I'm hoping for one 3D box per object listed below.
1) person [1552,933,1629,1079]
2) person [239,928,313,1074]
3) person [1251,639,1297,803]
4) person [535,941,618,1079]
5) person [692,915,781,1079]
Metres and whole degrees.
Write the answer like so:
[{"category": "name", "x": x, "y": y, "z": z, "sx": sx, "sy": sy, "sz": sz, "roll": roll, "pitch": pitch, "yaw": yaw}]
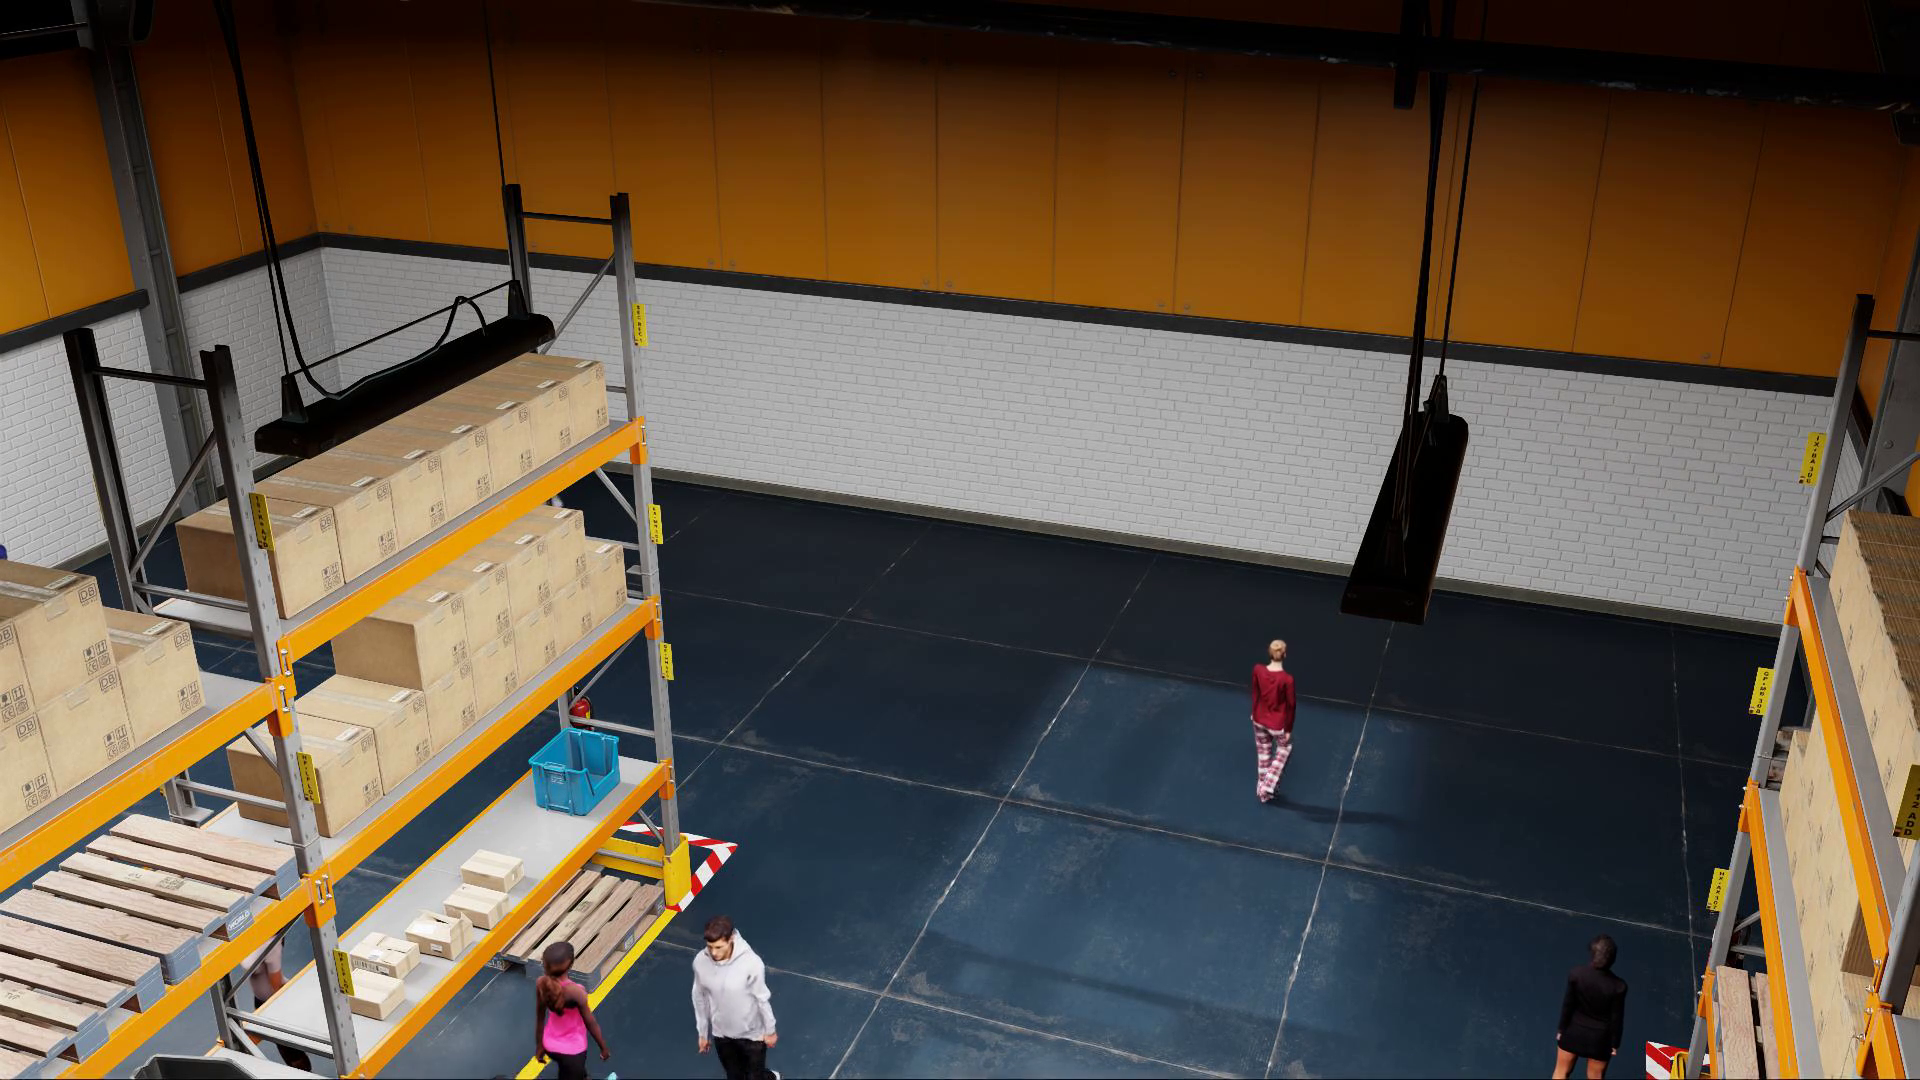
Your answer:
[{"category": "person", "x": 4.303, "y": 3.410, "z": 11.401, "sx": 0.581, "sy": 1.637, "sz": 0.615, "roll": 11, "pitch": 26, "yaw": 23}, {"category": "person", "x": -4.789, "y": 3.239, "z": 11.659, "sx": 0.669, "sy": 1.744, "sz": 0.665, "roll": 22, "pitch": 32, "yaw": 40}, {"category": "person", "x": 2.838, "y": 1.687, "z": 15.277, "sx": 0.699, "sy": 1.690, "sz": 0.726, "roll": 15, "pitch": 28, "yaw": 30}, {"category": "person", "x": -2.697, "y": 3.494, "z": 11.156, "sx": 0.676, "sy": 1.679, "sz": 1.103, "roll": 11, "pitch": 26, "yaw": 24}, {"category": "person", "x": -1.489, "y": 3.270, "z": 11.384, "sx": 0.772, "sy": 1.906, "sz": 0.868, "roll": 4, "pitch": 24, "yaw": 8}]
